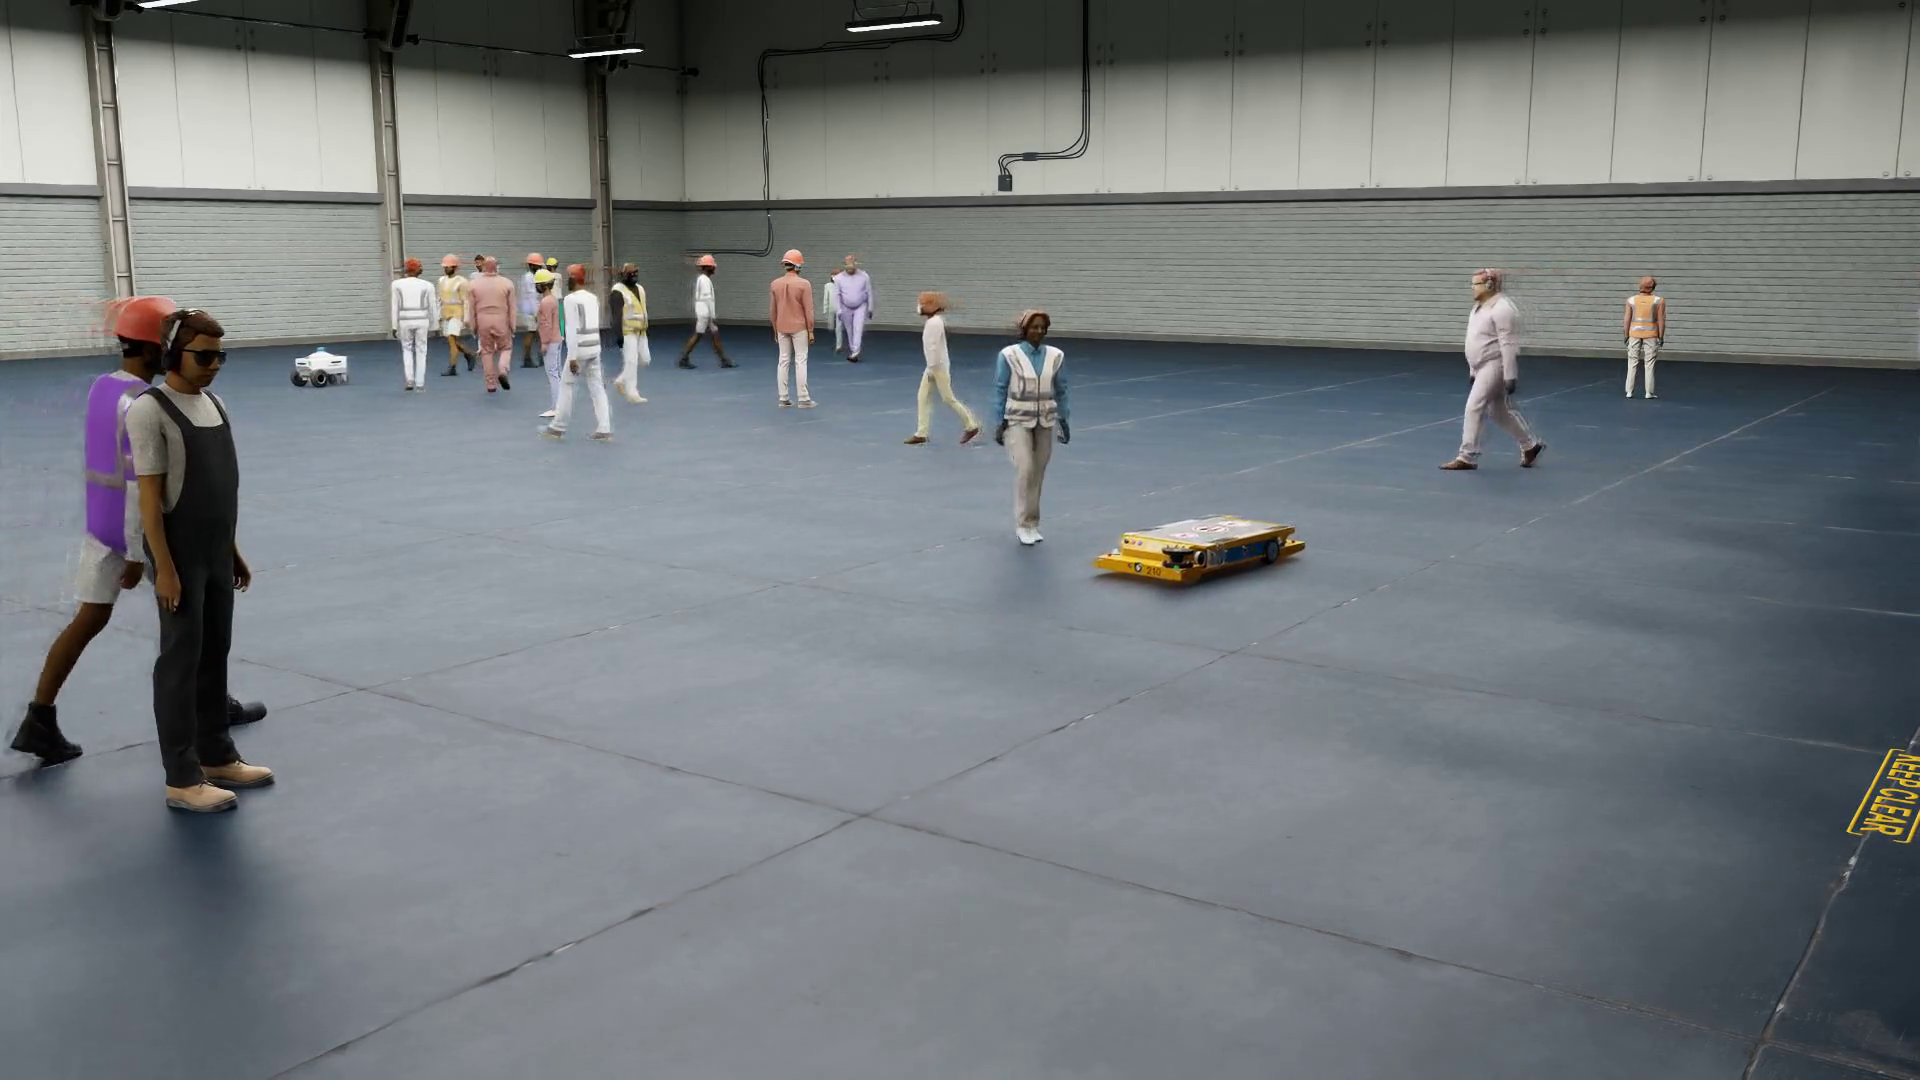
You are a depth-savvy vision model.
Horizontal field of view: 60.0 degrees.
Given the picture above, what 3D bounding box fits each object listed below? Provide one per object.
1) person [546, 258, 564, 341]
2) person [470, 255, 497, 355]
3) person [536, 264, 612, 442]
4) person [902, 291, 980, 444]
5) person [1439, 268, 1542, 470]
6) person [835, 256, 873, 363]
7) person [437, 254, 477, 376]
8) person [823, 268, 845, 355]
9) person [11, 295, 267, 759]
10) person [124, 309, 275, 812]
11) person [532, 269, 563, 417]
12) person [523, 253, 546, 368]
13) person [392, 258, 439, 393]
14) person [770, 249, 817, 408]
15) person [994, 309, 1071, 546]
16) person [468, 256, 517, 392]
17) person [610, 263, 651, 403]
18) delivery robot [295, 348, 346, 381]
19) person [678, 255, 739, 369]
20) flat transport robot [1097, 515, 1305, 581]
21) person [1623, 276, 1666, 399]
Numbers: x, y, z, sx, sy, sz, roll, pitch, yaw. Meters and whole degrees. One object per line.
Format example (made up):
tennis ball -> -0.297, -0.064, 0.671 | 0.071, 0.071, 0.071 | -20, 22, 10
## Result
person -> -8.592, -5.077, 35.193 | 0.315, 1.769, 0.523 | 3, 11, 16
person -> -8.870, -4.368, 30.969 | 0.504, 1.861, 0.312 | 1, 10, 6
person -> -4.060, -1.952, 17.456 | 0.904, 1.843, 0.619 | 4, 11, 23
person -> -0.176, -1.778, 17.191 | 0.778, 1.597, 0.490 | -3, 10, -15
person -> 4.937, -1.565, 15.281 | 0.948, 1.864, 0.660 | 0, 10, -2
person -> -1.860, -4.050, 29.222 | 0.659, 1.851, 0.945 | 1, 10, 6
person -> -7.951, -3.552, 26.246 | 0.551, 1.919, 0.802 | 6, 12, 29
person -> -2.294, -4.306, 31.292 | 0.504, 1.614, 0.579 | 4, 11, 22
person -> -3.390, -0.048, 6.743 | 0.557, 1.879, 1.024 | 7, 12, 34
person -> -2.821, 0.070, 6.162 | 0.345, 1.840, 0.504 | 1, 10, 6
person -> -4.946, -2.356, 19.959 | 0.329, 1.765, 0.533 | 0, 10, -1
person -> -7.027, -3.828, 27.794 | 0.699, 1.908, 0.563 | -2, 10, -10
person -> -7.572, -2.983, 23.166 | 0.622, 1.870, 0.539 | -2, 10, -9
person -> -2.101, -2.659, 21.014 | 0.612, 1.995, 0.382 | 5, 11, 25
person -> 0.534, -0.770, 11.447 | 0.540, 1.619, 0.560 | -4, 11, -23
person -> -6.521, -3.004, 23.248 | 0.655, 1.892, 0.421 | -1, 10, -8
person -> -4.318, -2.696, 21.700 | 0.496, 1.824, 0.644 | 5, 11, 24
delivery robot -> -9.295, -2.556, 24.206 | 0.477, 0.478, 0.707 | 5, 12, 28
person -> -4.223, -3.764, 27.531 | 1.014, 1.893, 0.558 | -2, 10, -10
flat transport robot -> 1.578, 0.034, 10.755 | 0.652, 0.197, 1.431 | 9, 14, 42
person -> 9.149, -2.702, 22.253 | 0.523, 1.636, 0.308 | 7, 12, 34
